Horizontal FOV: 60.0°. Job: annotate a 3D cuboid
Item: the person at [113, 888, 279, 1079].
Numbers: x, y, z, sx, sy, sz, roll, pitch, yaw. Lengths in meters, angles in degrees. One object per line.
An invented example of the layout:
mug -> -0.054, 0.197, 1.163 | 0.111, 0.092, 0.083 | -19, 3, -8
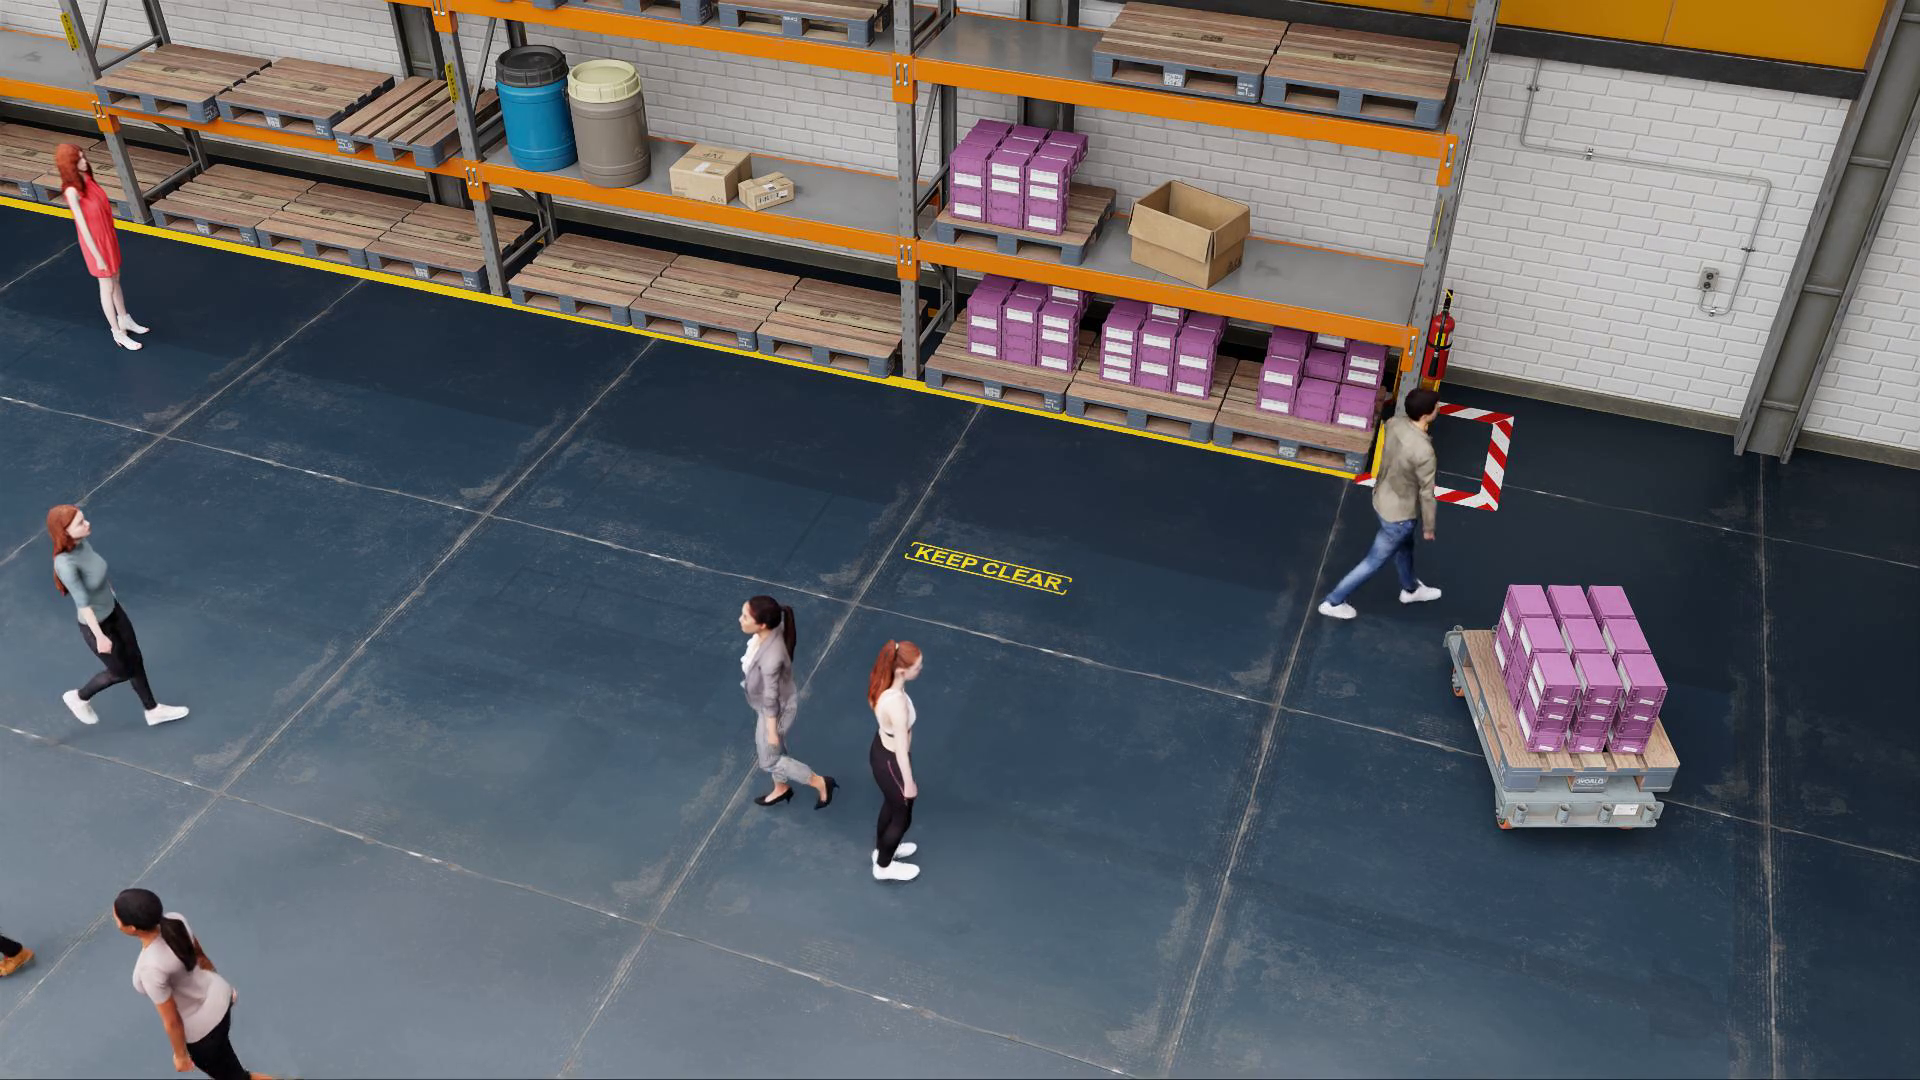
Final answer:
person -> -3.572, 2.300, 7.992 | 0.998, 1.720, 0.873 | -9, 39, -11

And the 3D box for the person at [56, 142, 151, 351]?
person -> -7.170, -2.457, 13.864 | 0.666, 1.826, 0.676 | -4, 39, -5

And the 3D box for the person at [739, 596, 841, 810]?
person -> -0.994, 0.983, 9.693 | 0.872, 1.656, 0.766 | -1, 39, -1

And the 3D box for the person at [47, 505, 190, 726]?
person -> -5.327, 0.524, 10.207 | 1.010, 1.731, 0.858 | -6, 39, -8

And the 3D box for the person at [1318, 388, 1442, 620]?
person -> 2.811, -0.185, 11.014 | 1.291, 1.831, 1.103 | -8, 39, -10

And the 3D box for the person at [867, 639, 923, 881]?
person -> -0.390, 1.256, 9.285 | 0.714, 1.737, 0.689 | -7, 39, -9
